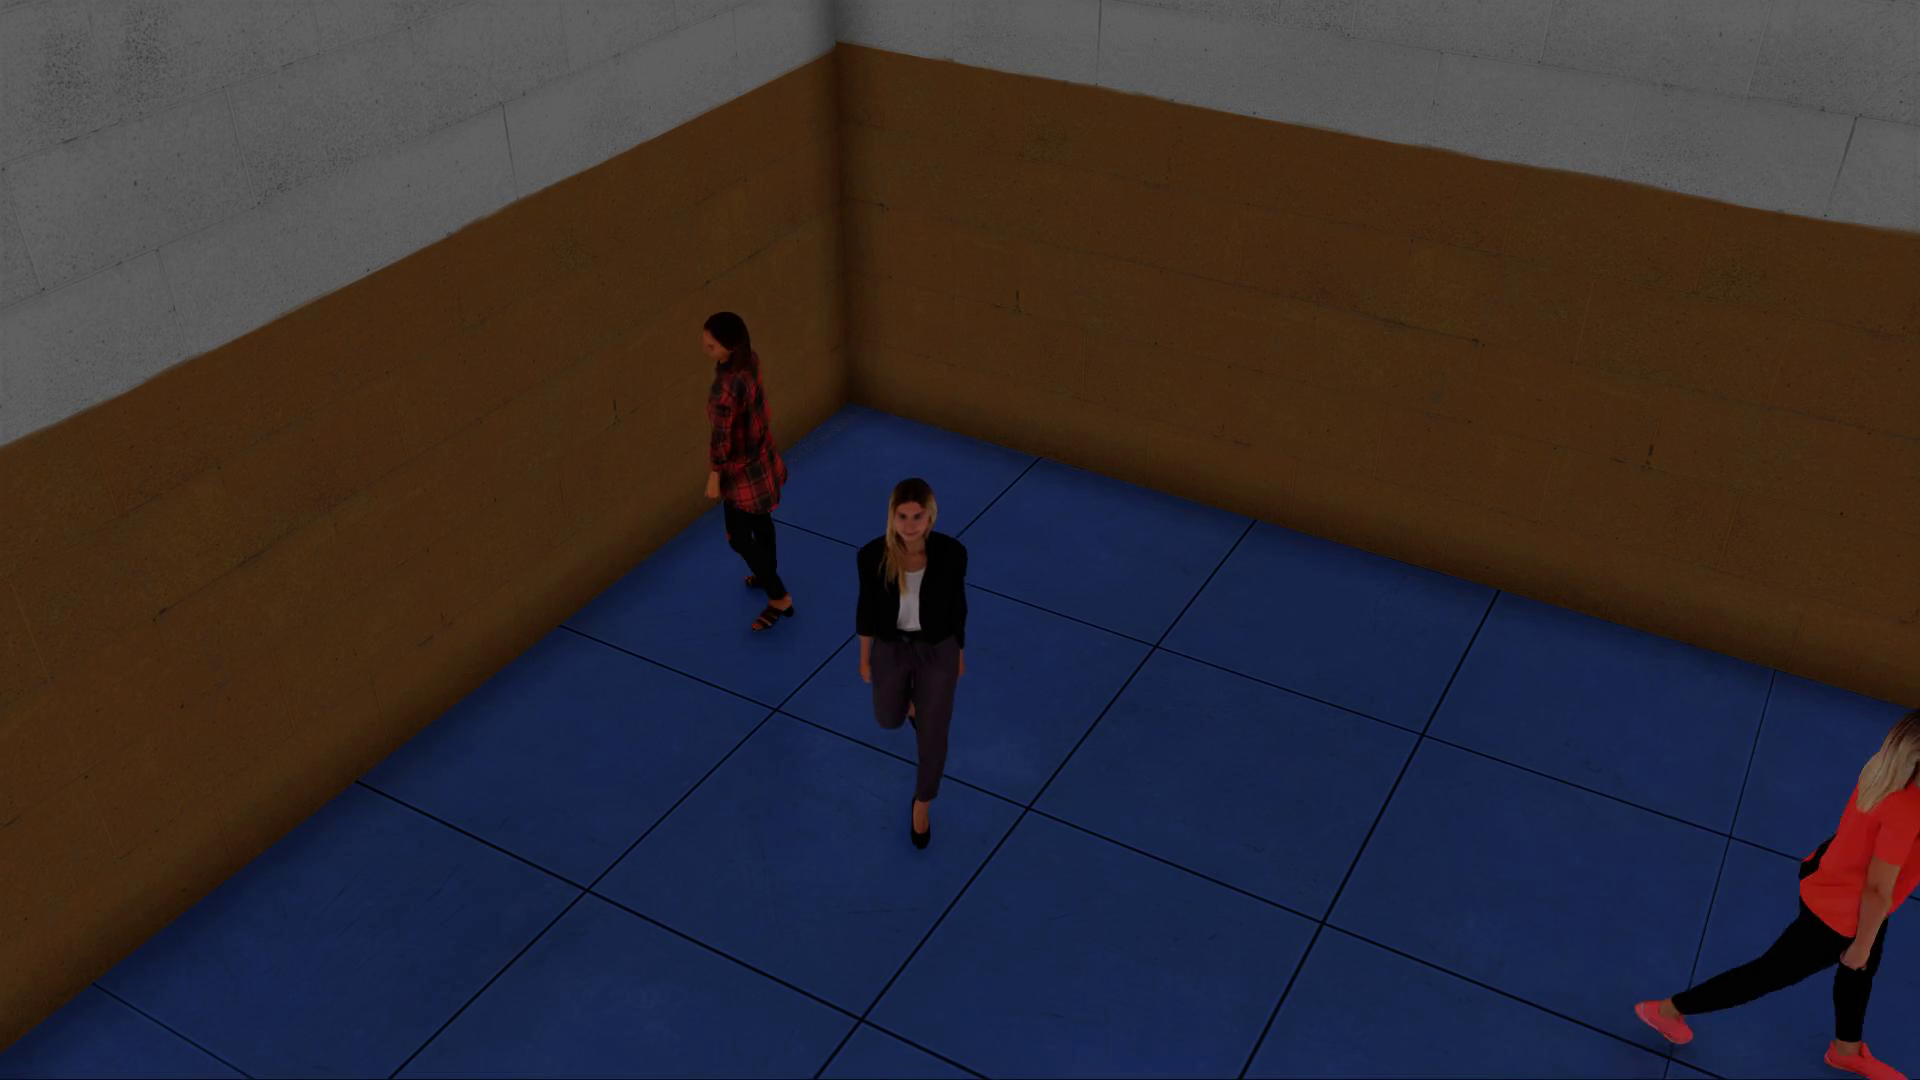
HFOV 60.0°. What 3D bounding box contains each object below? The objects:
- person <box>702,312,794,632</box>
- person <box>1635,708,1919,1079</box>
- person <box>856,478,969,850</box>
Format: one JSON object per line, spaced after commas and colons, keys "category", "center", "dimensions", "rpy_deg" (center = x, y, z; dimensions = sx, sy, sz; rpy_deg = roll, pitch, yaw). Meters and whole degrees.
{"category": "person", "center": [-1.015, -0.335, 7.944], "dimensions": [0.787, 1.678, 0.638], "rpy_deg": [15, 36, 21]}
{"category": "person", "center": [2.873, 1.210, 5.642], "dimensions": [0.784, 1.656, 1.119], "rpy_deg": [12, 35, 17]}
{"category": "person", "center": [-0.184, 0.448, 6.794], "dimensions": [0.879, 1.648, 1.049], "rpy_deg": [0, 34, 0]}
